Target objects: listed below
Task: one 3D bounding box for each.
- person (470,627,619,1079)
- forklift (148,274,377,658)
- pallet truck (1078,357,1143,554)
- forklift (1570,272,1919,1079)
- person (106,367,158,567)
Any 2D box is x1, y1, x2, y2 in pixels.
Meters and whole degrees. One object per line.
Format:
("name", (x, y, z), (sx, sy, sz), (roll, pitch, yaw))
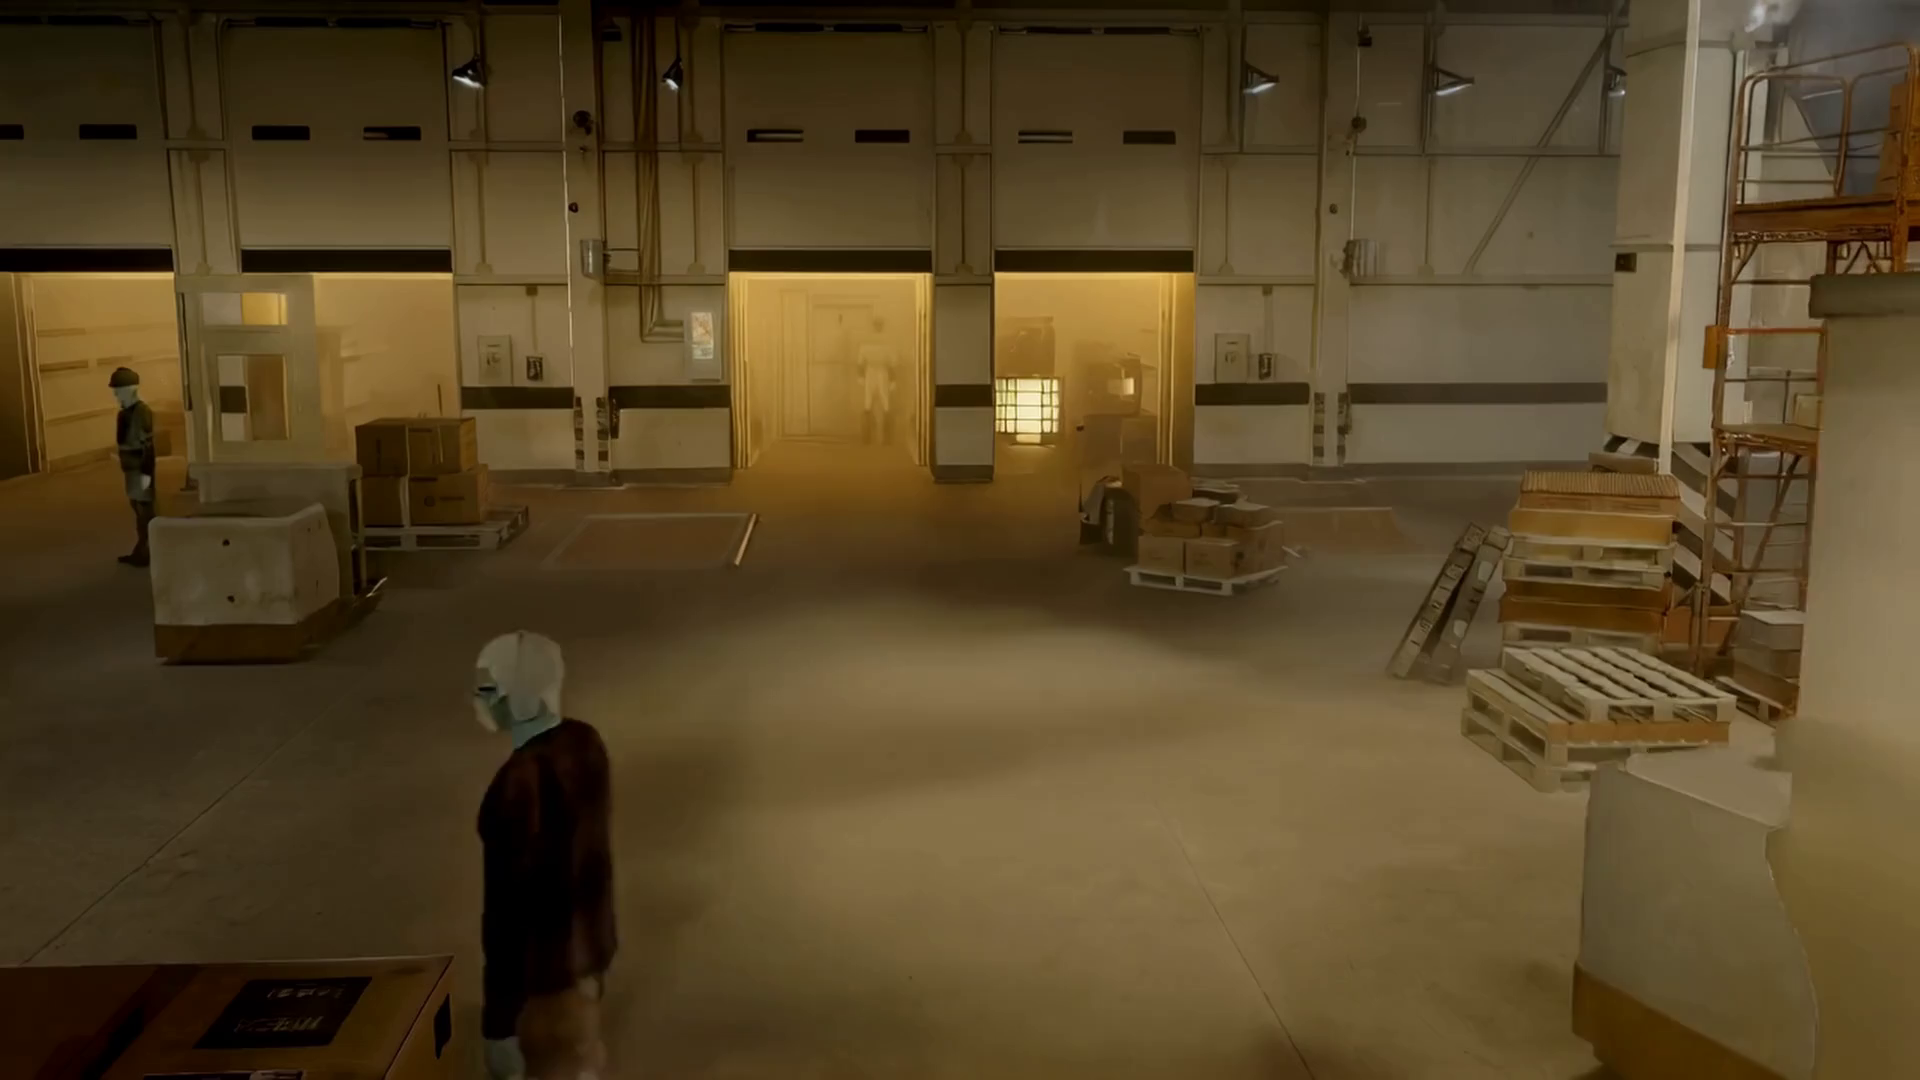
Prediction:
("person", (-1.040, 1.167, 4.524), (0.968, 1.904, 0.636), (0, 9, 2))
("forklift", (-5.348, -0.627, 12.681), (1.129, 2.768, 1.873), (-1, 9, -4))
("pallet truck", (2.088, -0.836, 16.757), (1.885, 1.965, 0.823), (2, 9, 13))
("forklift", (3.038, 0.558, 5.244), (1.129, 2.768, 1.873), (-4, 10, -23))
("person", (-8.008, -0.704, 16.134), (0.546, 1.934, 0.376), (9, 13, 44))
